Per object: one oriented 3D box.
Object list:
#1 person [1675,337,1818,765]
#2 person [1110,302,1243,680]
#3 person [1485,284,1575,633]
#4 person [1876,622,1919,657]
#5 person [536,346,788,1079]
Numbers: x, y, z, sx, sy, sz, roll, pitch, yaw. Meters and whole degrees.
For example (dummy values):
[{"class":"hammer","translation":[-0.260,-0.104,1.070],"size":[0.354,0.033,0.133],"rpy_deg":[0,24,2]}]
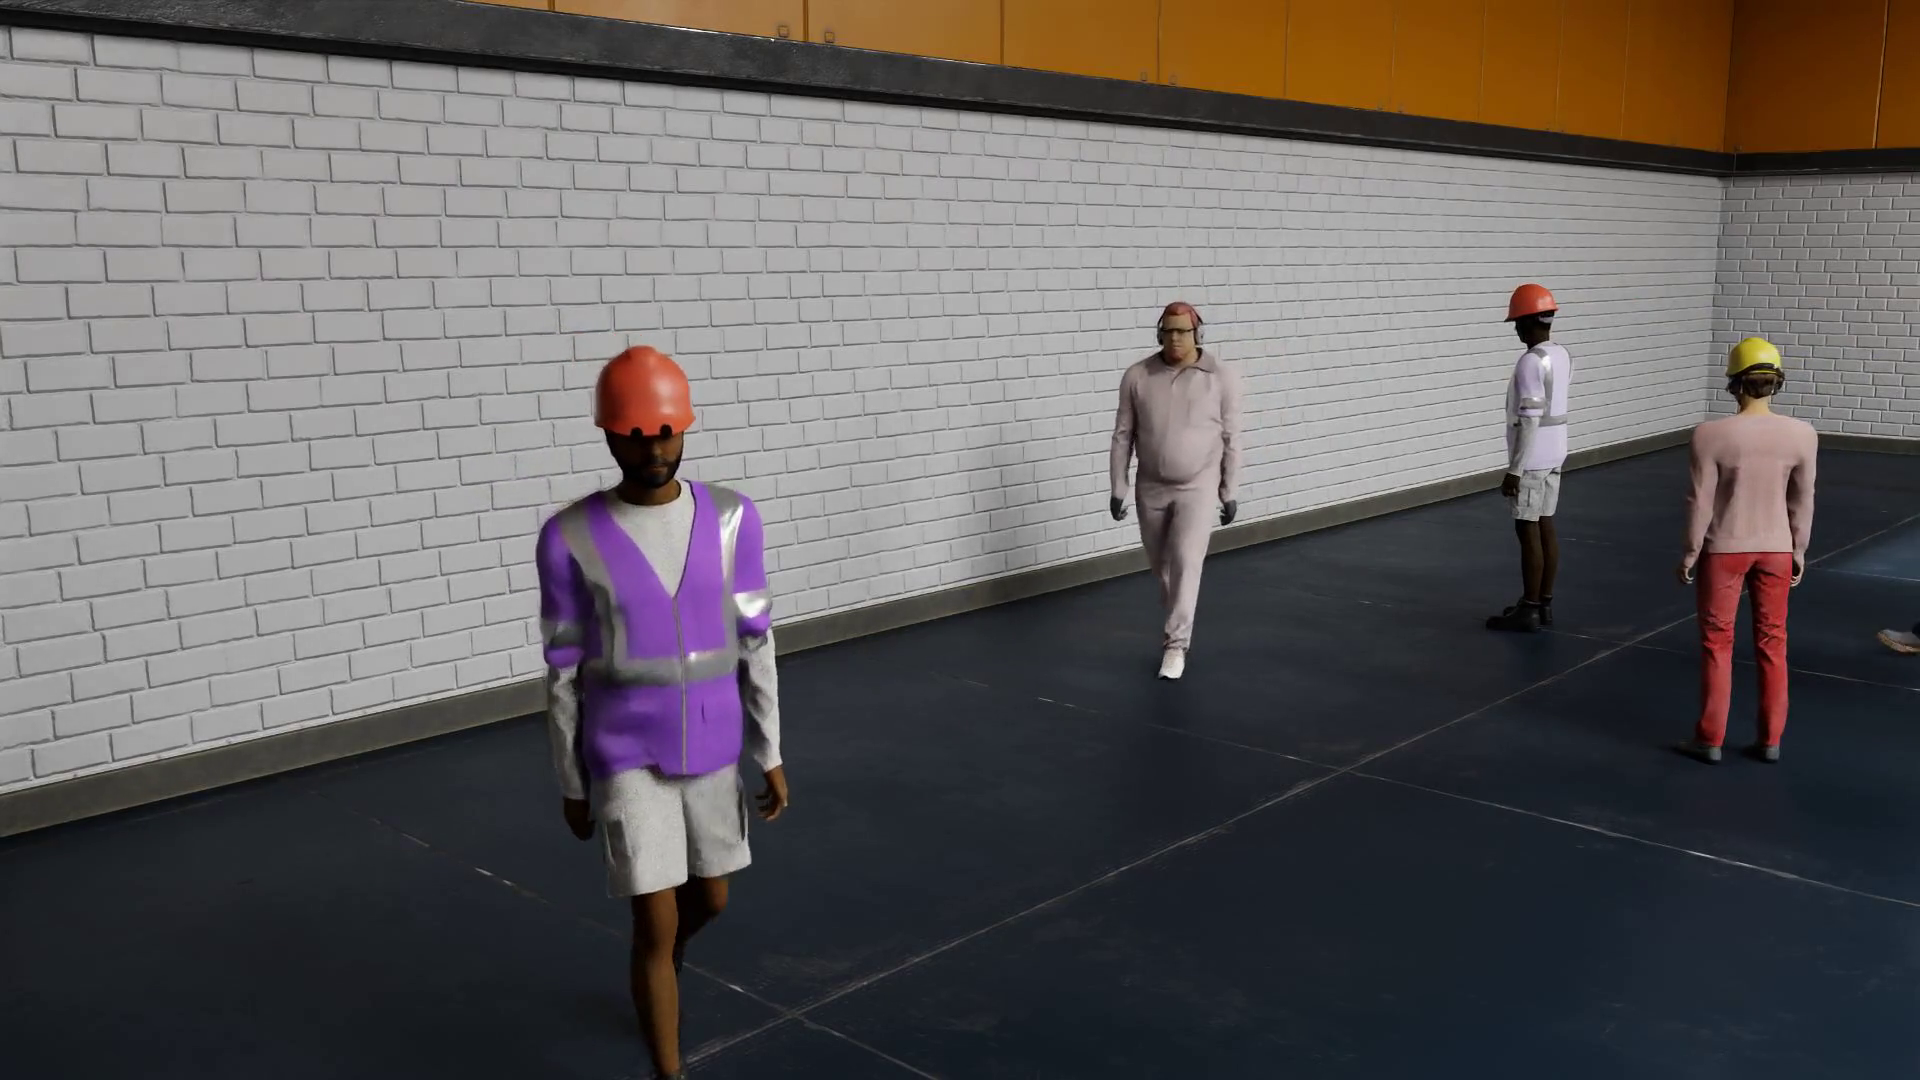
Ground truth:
[{"class":"person","translation":[3.227,0.052,6.872],"size":[0.533,1.765,0.330],"rpy_deg":[0,10,0]},{"class":"person","translation":[1.110,-0.293,8.553],"size":[0.655,1.869,0.957],"rpy_deg":[4,11,20]},{"class":"person","translation":[3.160,-0.446,9.242],"size":[0.374,1.928,0.542],"rpy_deg":[8,13,38]},{"class":"person","translation":[5.257,-0.279,8.269],"size":[1.048,1.940,0.642],"rpy_deg":[8,13,39]},{"class":"person","translation":[-0.736,0.480,4.029],"size":[0.546,1.913,0.840],"rpy_deg":[-5,11,-28]}]
